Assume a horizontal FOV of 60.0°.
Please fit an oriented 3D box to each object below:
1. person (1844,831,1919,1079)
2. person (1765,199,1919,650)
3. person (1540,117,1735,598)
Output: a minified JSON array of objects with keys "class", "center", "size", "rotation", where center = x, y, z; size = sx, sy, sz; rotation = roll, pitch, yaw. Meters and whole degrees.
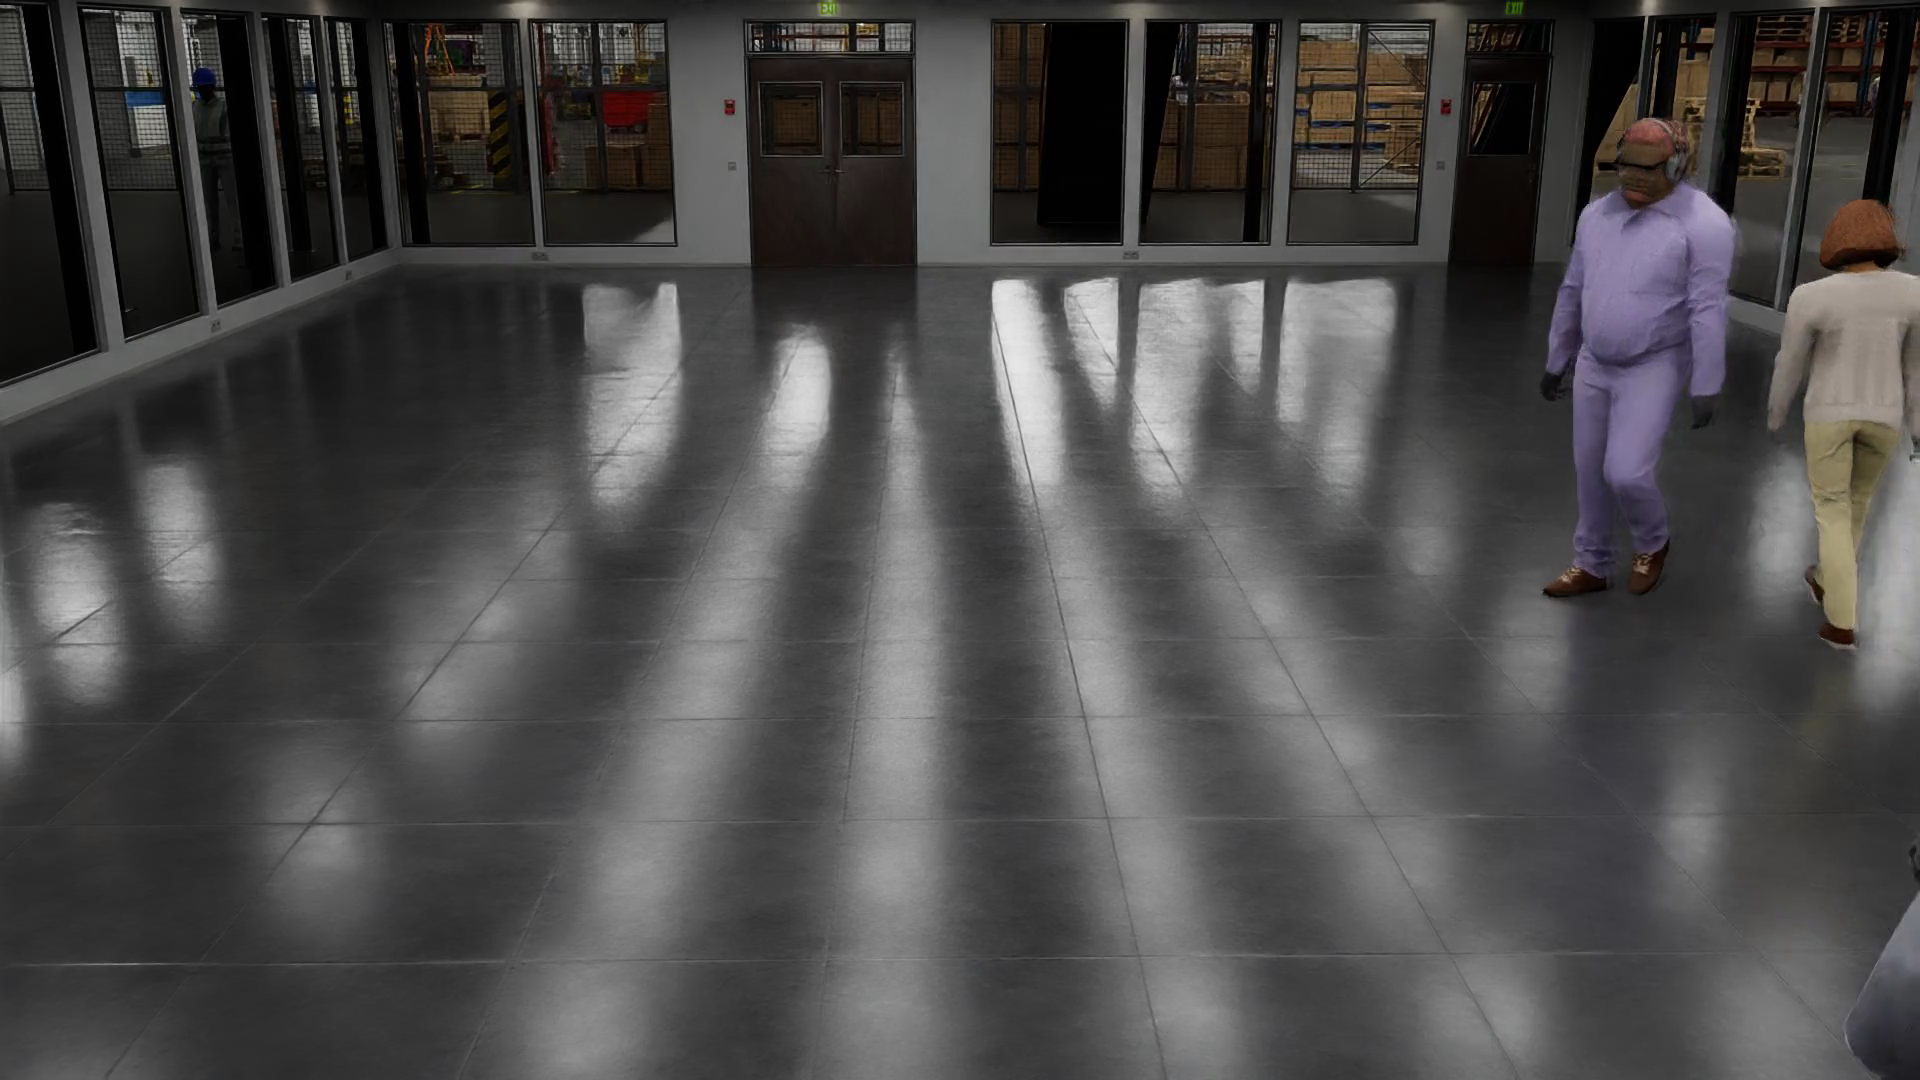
[{"class":"person","center":[1.657,0.492,2.529],"size":[0.426,1.855,0.541],"rotation":[-2,16,-7]},{"class":"person","center":[3.244,-0.451,6.160],"size":[0.516,1.592,0.811],"rotation":[2,16,6]},{"class":"person","center":[2.544,-0.645,6.336],"size":[0.439,1.880,0.718],"rotation":[-9,19,-29]}]
